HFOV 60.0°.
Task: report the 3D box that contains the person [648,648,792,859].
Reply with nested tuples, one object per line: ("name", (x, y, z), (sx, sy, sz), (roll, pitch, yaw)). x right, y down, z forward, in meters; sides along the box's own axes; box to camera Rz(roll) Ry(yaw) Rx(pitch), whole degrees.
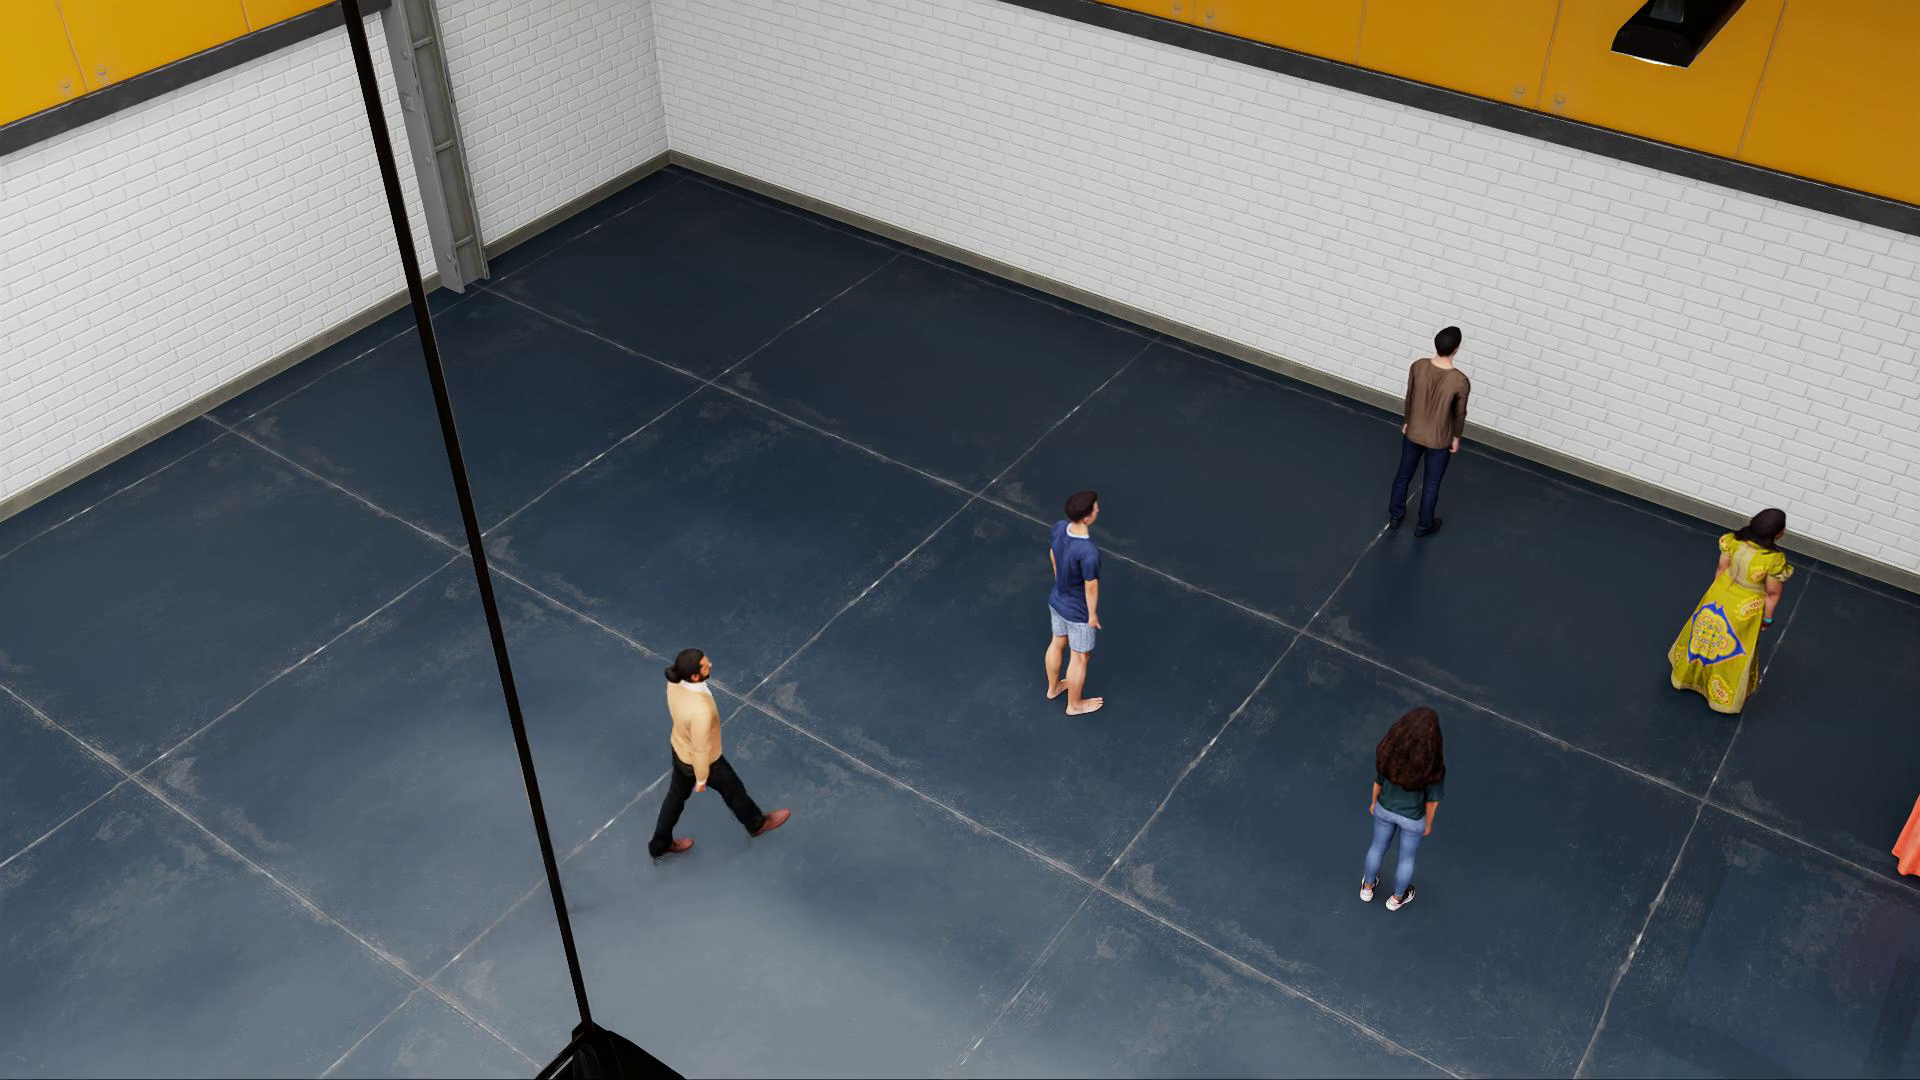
("person", (-1.714, 1.376, 10.419), (1.252, 1.708, 0.950), (-22, 43, -25))

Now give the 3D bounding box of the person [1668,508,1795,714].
("person", (5.430, 0.457, 11.608), (0.942, 1.660, 0.968), (-22, 44, -25))

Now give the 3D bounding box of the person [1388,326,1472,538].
("person", (3.685, -0.848, 13.058), (0.644, 1.888, 0.551), (25, 45, 28))

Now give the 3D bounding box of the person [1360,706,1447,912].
("person", (2.700, 1.642, 10.159), (0.591, 1.617, 0.582), (22, 44, 25))

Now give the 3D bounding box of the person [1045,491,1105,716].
("person", (0.786, 0.430, 11.492), (0.684, 1.848, 0.692), (-22, 43, -25))
